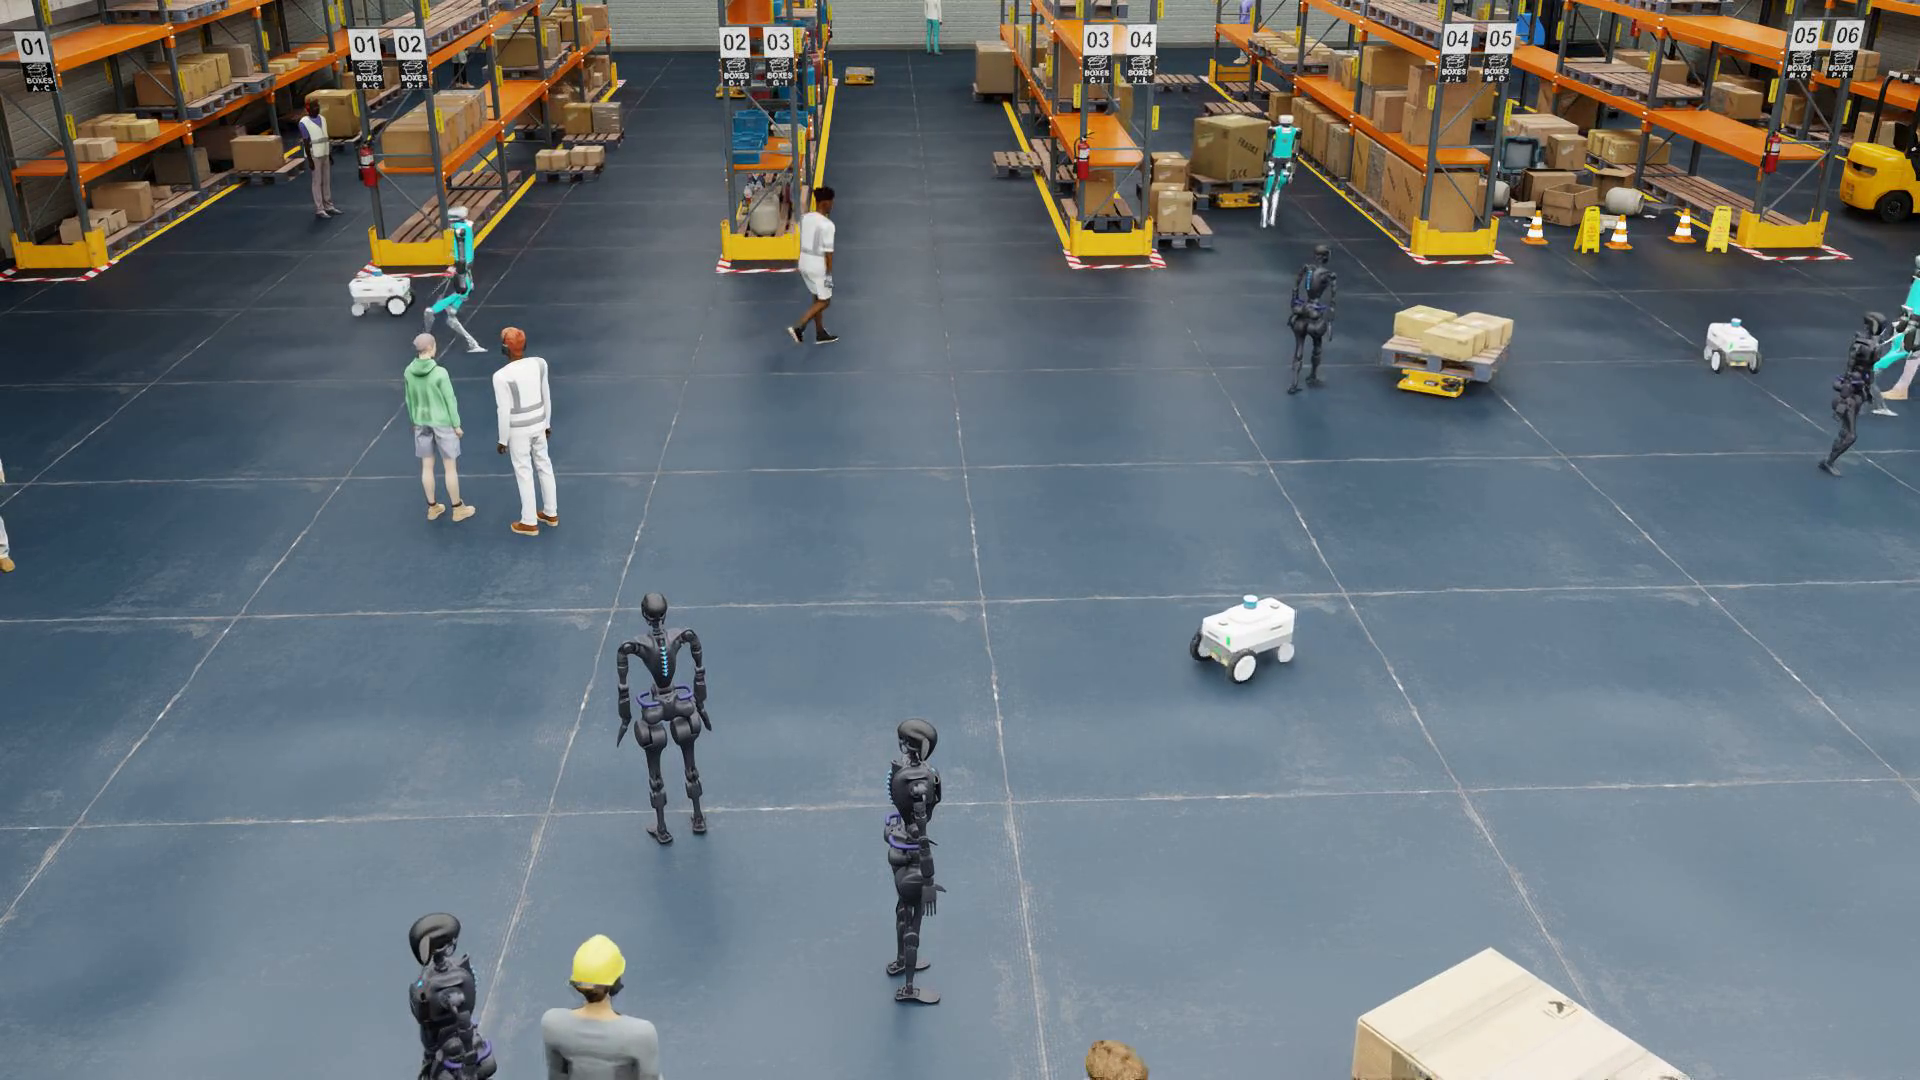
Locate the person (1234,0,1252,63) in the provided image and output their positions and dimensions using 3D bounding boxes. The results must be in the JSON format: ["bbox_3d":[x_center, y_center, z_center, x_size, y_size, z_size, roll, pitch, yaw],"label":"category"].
[{"bbox_3d":[7.066,-12.757,41.256,0.395,1.799,0.589,11,26,23],"label":"person"}]

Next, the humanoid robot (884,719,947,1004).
[{"bbox_3d":[-0.244,1.689,8.933,0.315,1.653,0.599,-3,24,-8],"label":"humanoid robot"}]

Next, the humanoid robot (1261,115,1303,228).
[{"bbox_3d":[4.806,-5.569,25.281,0.549,1.845,0.791,-1,24,-3],"label":"humanoid robot"}]

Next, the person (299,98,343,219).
[{"bbox_3d":[-10.002,-5.961,25.927,0.389,1.845,0.564,6,25,13],"label":"person"}]

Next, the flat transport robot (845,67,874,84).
[{"bbox_3d":[-2.340,-10.840,38.830,0.659,0.231,1.431,-1,24,-2],"label":"flat transport robot"}]

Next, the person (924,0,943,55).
[{"bbox_3d":[-0.676,-13.329,42.579,0.523,1.769,0.314,18,30,35],"label":"person"}]

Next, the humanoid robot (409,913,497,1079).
[{"bbox_3d":[-2.291,2.404,7.347,0.459,1.651,0.604,-15,28,-31],"label":"humanoid robot"}]

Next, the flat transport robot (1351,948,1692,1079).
[{"bbox_3d":[2.559,2.958,7.826,1.431,0.231,0.659,-15,28,-31],"label":"flat transport robot"}]

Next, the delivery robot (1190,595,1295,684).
[{"bbox_3d":[2.167,0.704,12.531,0.785,0.587,0.499,-15,28,-30],"label":"delivery robot"}]

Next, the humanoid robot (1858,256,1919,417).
[{"bbox_3d":[9.703,-2.031,17.374,0.724,1.902,0.560,2,24,4],"label":"humanoid robot"}]

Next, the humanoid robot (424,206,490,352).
[{"bbox_3d":[-6.078,-2.993,19.429,0.922,1.789,0.544,-3,24,-6],"label":"humanoid robot"}]

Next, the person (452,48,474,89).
[{"bbox_3d":[-11.311,-11.056,37.563,0.529,1.691,0.321,16,28,31],"label":"person"}]

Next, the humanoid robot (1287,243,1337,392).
[{"bbox_3d":[3.869,-2.455,18.303,0.639,1.633,0.616,-21,31,-39],"label":"humanoid robot"}]

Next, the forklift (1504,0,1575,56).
[{"bbox_3d":[14.700,-13.805,42.301,1.873,2.768,1.129,-1,24,-2],"label":"forklift"}]

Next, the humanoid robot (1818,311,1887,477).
[{"bbox_3d":[8.543,-1.406,15.911,0.608,1.644,0.353,-19,30,-36],"label":"humanoid robot"}]

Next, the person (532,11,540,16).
[{"bbox_3d":[-10.496,-12.621,40.871,0.386,1.861,0.530,-8,25,-17],"label":"person"}]

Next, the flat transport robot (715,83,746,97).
[{"bbox_3d":[-5.013,-10.048,37.050,0.659,0.231,1.431,1,24,1],"label":"flat transport robot"}]

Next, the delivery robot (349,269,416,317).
[{"bbox_3d":[-7.362,-3.151,21.206,0.789,0.598,0.499,-2,24,-4],"label":"delivery robot"}]

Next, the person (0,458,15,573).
[{"bbox_3d":[-8.281,-0.589,13.812,0.577,1.888,0.380,-14,28,-29],"label":"person"}]

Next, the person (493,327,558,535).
[{"bbox_3d":[-3.831,-0.959,14.645,0.354,1.882,0.572,17,29,33],"label":"person"}]

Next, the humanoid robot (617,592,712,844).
[{"bbox_3d":[-1.832,1.085,10.285,0.599,1.657,0.315,-10,26,-22],"label":"humanoid robot"}]

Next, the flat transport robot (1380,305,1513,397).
[{"bbox_3d":[5.472,-1.935,18.821,0.659,0.231,1.431,13,27,27],"label":"flat transport robot"}]

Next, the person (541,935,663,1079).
[{"bbox_3d":[-1.502,2.452,7.141,0.527,1.753,0.368,3,24,6],"label":"person"}]

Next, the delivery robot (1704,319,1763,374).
[{"bbox_3d":[8.890,-2.236,19.145,0.499,0.594,0.778,1,24,2],"label":"delivery robot"}]

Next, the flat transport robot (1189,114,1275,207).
[{"bbox_3d":[4.391,-5.680,27.235,0.659,0.231,1.431,-3,24,-7],"label":"flat transport robot"}]

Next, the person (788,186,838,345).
[{"bbox_3d":[-1.742,-3.203,19.644,0.697,1.927,0.612,-18,30,-35],"label":"person"}]

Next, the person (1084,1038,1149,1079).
[{"bbox_3d":[0.532,2.673,6.466,0.597,1.889,0.543,-13,27,-27],"label":"person"}]

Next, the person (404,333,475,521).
[{"bbox_3d":[-4.708,-1.000,14.913,0.473,1.738,0.338,5,25,12],"label":"person"}]

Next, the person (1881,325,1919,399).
[{"bbox_3d":[10.542,-2.392,17.944,0.811,1.824,0.578,0,24,1],"label":"person"}]

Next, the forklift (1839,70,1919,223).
[{"bbox_3d":[15.132,-6.143,25.915,2.313,2.155,1.214,-1,24,-2],"label":"forklift"}]
